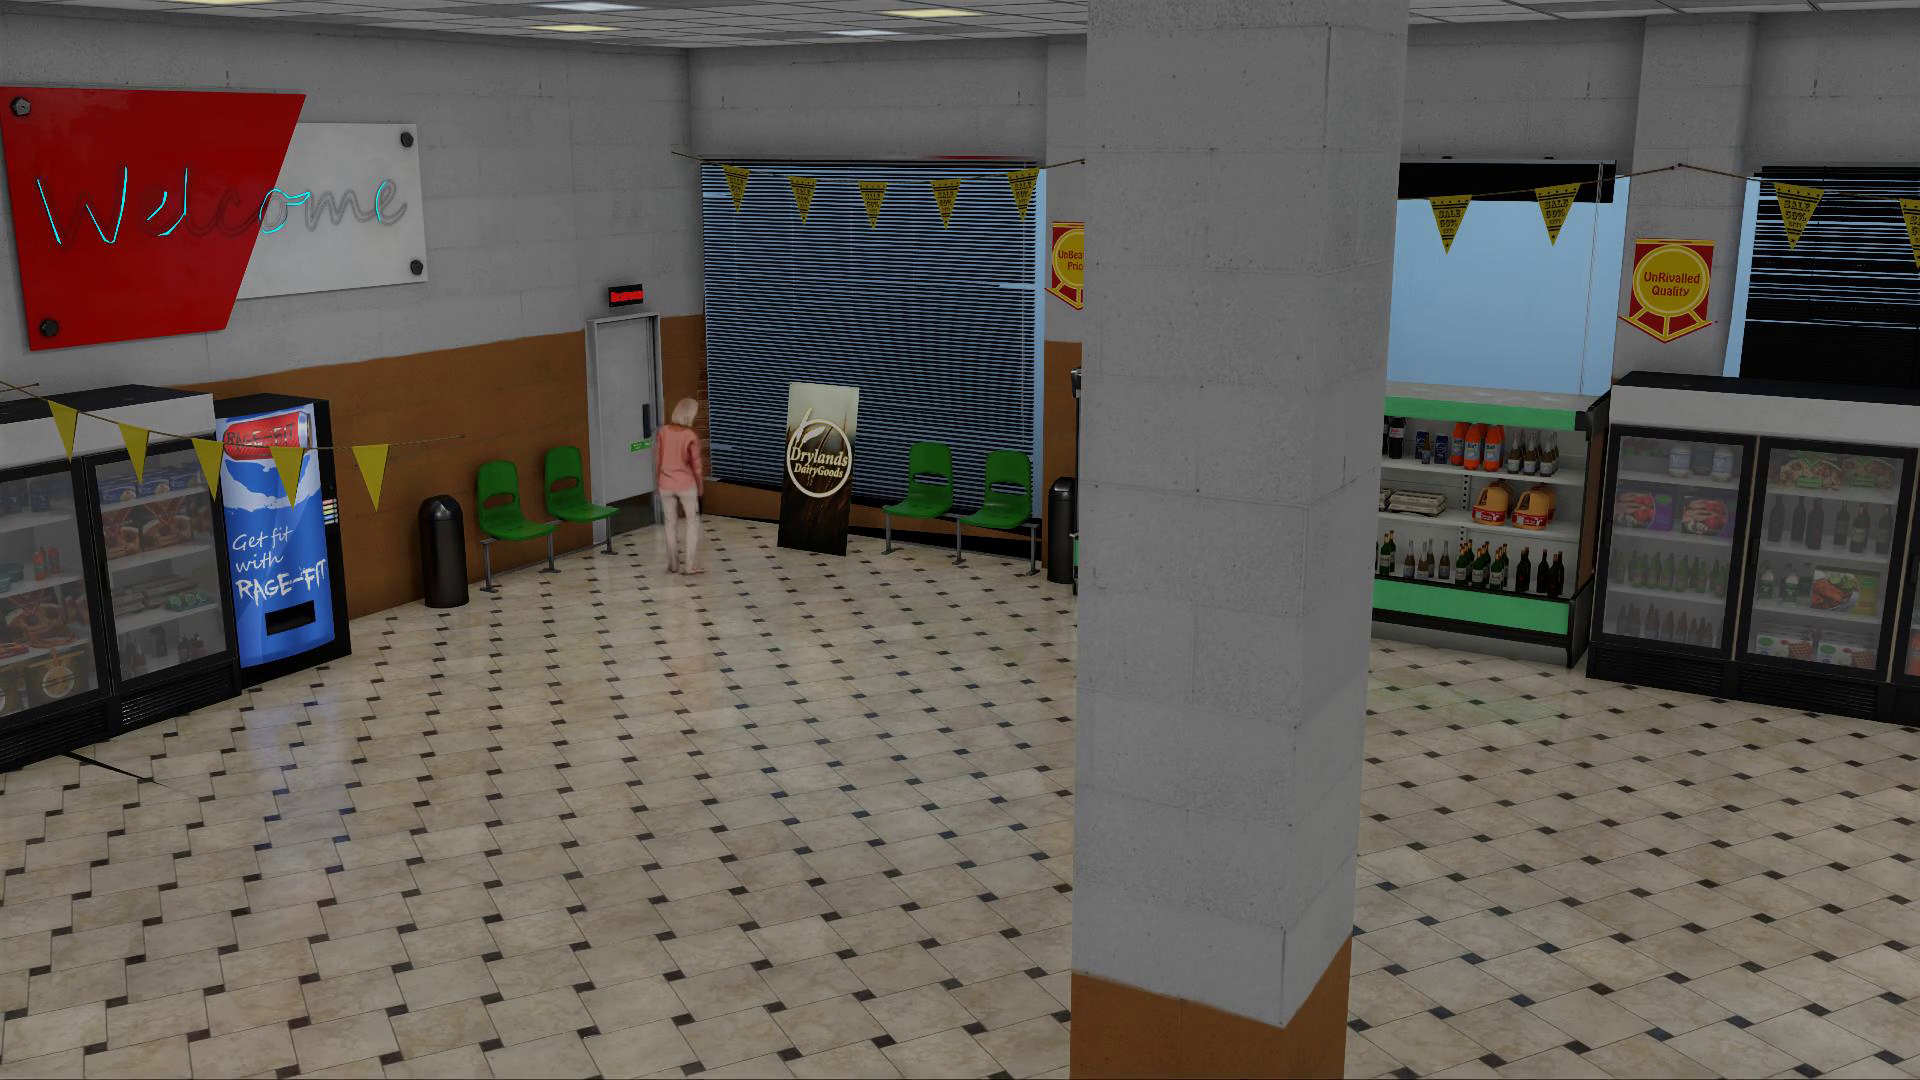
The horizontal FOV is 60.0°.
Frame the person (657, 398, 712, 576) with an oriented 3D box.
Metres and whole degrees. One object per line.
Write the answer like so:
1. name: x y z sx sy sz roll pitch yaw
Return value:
1. person: -2.723 -0.523 15.937 0.617 1.705 0.813 0 14 1
